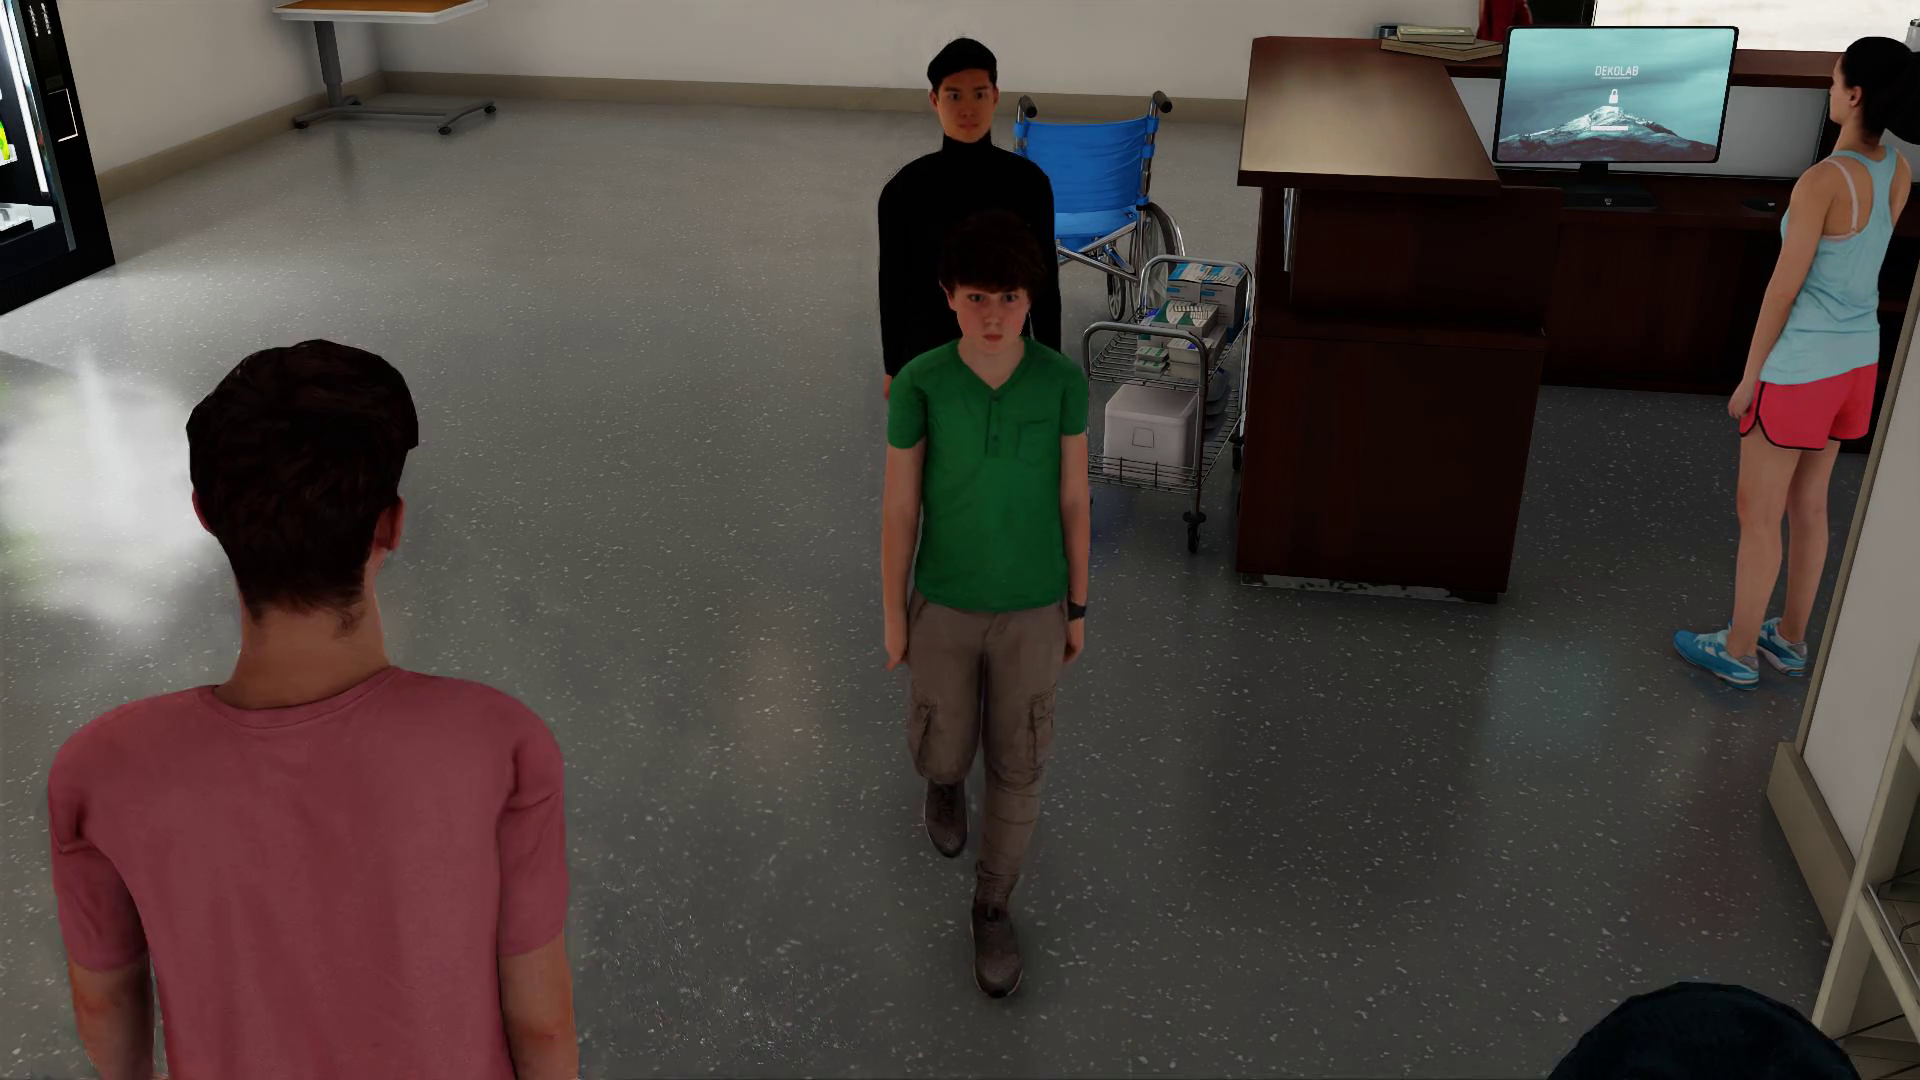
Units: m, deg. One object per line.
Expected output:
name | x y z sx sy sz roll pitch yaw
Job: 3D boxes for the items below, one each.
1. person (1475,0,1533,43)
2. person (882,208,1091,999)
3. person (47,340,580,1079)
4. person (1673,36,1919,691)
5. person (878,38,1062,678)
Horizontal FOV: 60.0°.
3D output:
person | 2.699 -2.272 8.406 0.665 1.634 0.467 3 26 6
person | 0.051 0.103 3.479 0.711 1.636 0.946 -2 26 -4
person | -0.587 0.817 1.690 1.115 1.905 1.291 -13 28 -24
person | 2.273 -0.437 4.452 0.659 1.764 0.711 -14 29 -27
person | 0.028 -0.542 4.747 0.880 1.696 1.150 -4 26 -7
